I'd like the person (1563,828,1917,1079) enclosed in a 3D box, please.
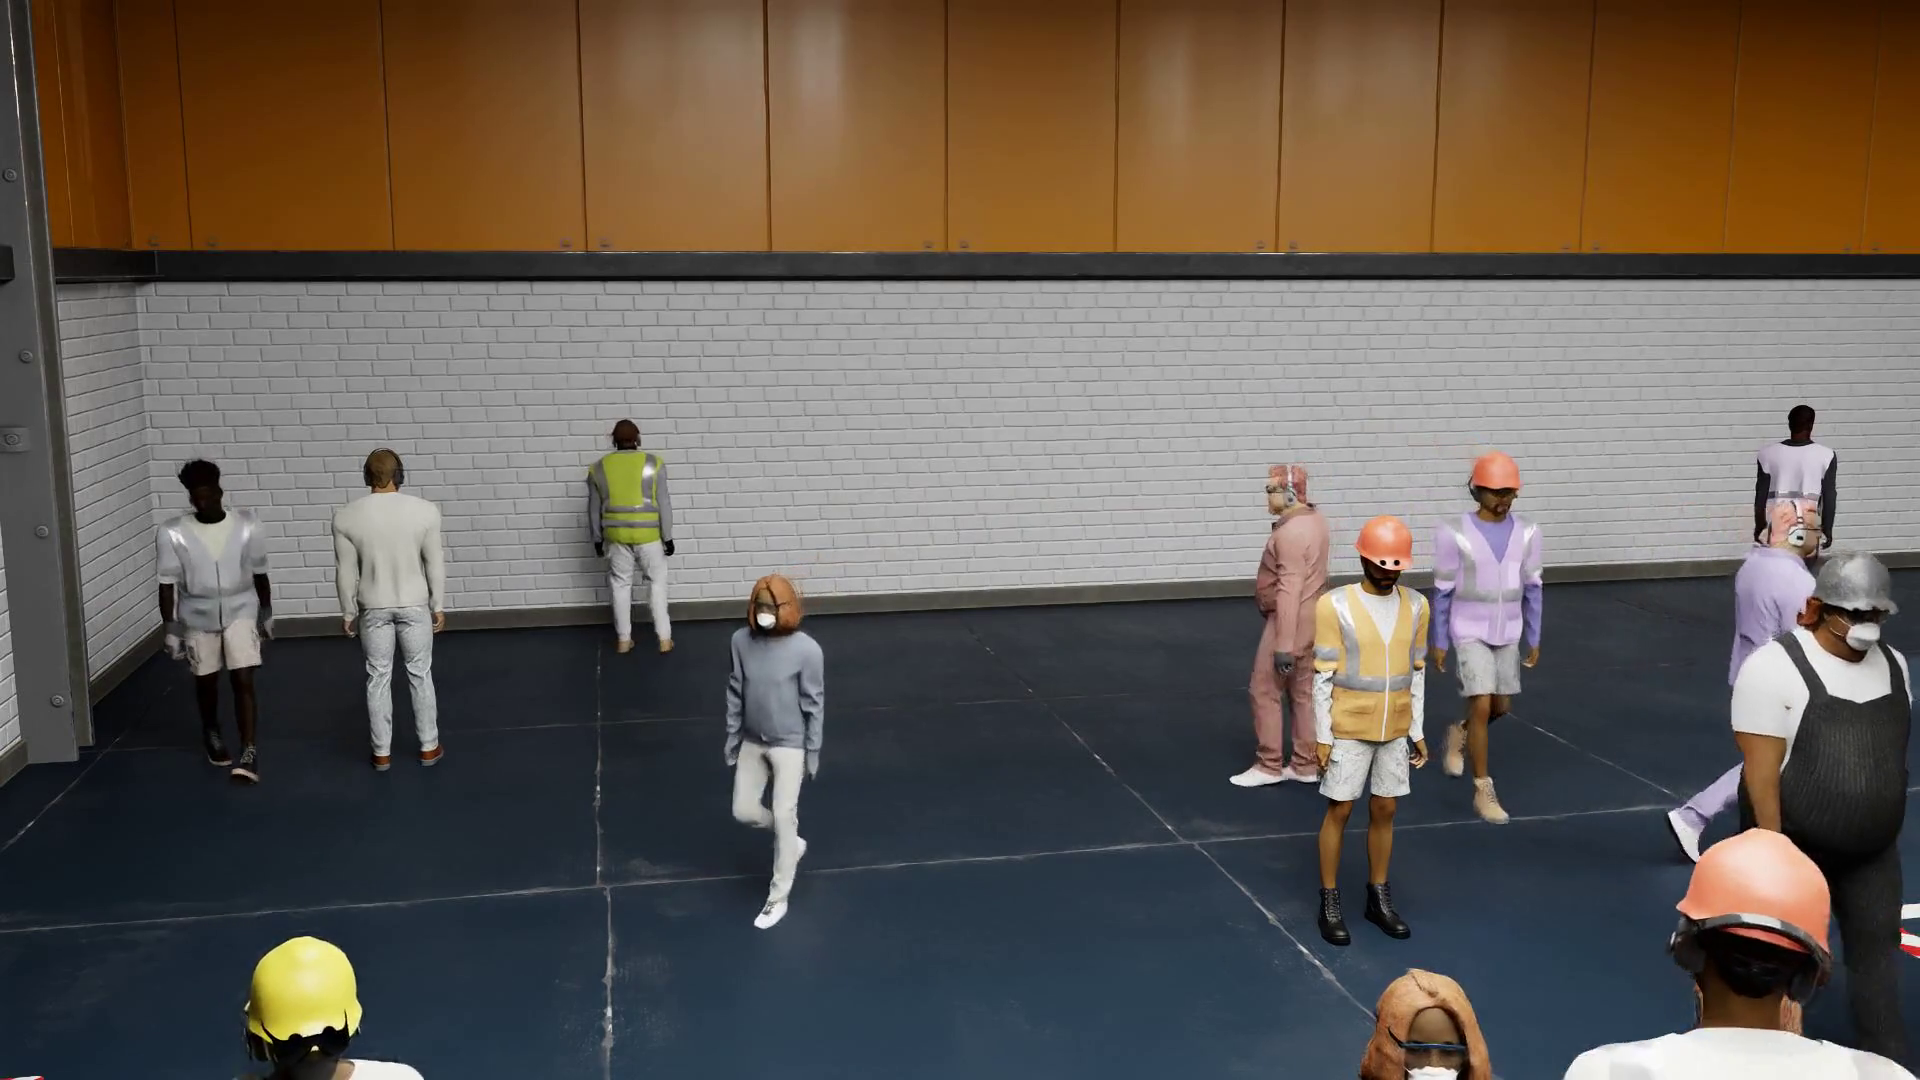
[{"bbox_3d":[1.319,1.515,3.025,0.769,2.005,0.705,1,9,4],"label":"person"}]

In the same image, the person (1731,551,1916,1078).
[{"bbox_3d":[3.143,1.021,5.955,0.690,2.000,0.935,-1,9,-5],"label":"person"}]

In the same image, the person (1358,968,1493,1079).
[{"bbox_3d":[0.899,1.648,3.358,0.500,1.636,0.285,3,10,17],"label":"person"}]

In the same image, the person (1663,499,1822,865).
[{"bbox_3d":[4.015,0.722,8.281,0.865,1.878,0.645,2,9,9],"label":"person"}]

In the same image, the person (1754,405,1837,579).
[{"bbox_3d":[6.660,-0.119,13.294,0.587,1.913,0.391,6,11,34],"label":"person"}]

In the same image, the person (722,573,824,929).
[{"bbox_3d":[-0.838,0.943,7.679,0.521,1.619,0.474,5,10,27],"label":"person"}]

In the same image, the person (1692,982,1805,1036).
[{"bbox_3d":[1.580,1.638,3.444,0.538,1.621,0.363,3,10,20],"label":"person"}]

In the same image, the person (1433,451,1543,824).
[{"bbox_3d":[2.913,0.492,9.283,0.616,2.018,0.867,-1,9,-8],"label":"person"}]

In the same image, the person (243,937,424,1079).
[{"bbox_3d":[-1.290,1.612,3.323,0.536,1.722,0.891,-6,11,-32],"label":"person"}]

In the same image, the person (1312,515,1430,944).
[{"bbox_3d":[1.838,0.839,7.410,0.542,1.929,0.369,-2,10,-13],"label":"person"}]

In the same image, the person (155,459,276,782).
[{"bbox_3d":[-4.336,0.463,9.746,0.644,1.898,1.022,-5,11,-28],"label":"person"}]

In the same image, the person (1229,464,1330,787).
[{"bbox_3d":[1.842,0.504,9.590,0.512,1.890,0.710,5,10,27],"label":"person"}]

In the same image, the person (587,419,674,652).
[{"bbox_3d":[-2.555,-0.022,12.944,0.661,1.833,0.438,0,9,2],"label":"person"}]

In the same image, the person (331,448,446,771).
[{"bbox_3d":[-3.397,0.417,9.961,0.627,1.935,0.372,-3,10,-17],"label":"person"}]
